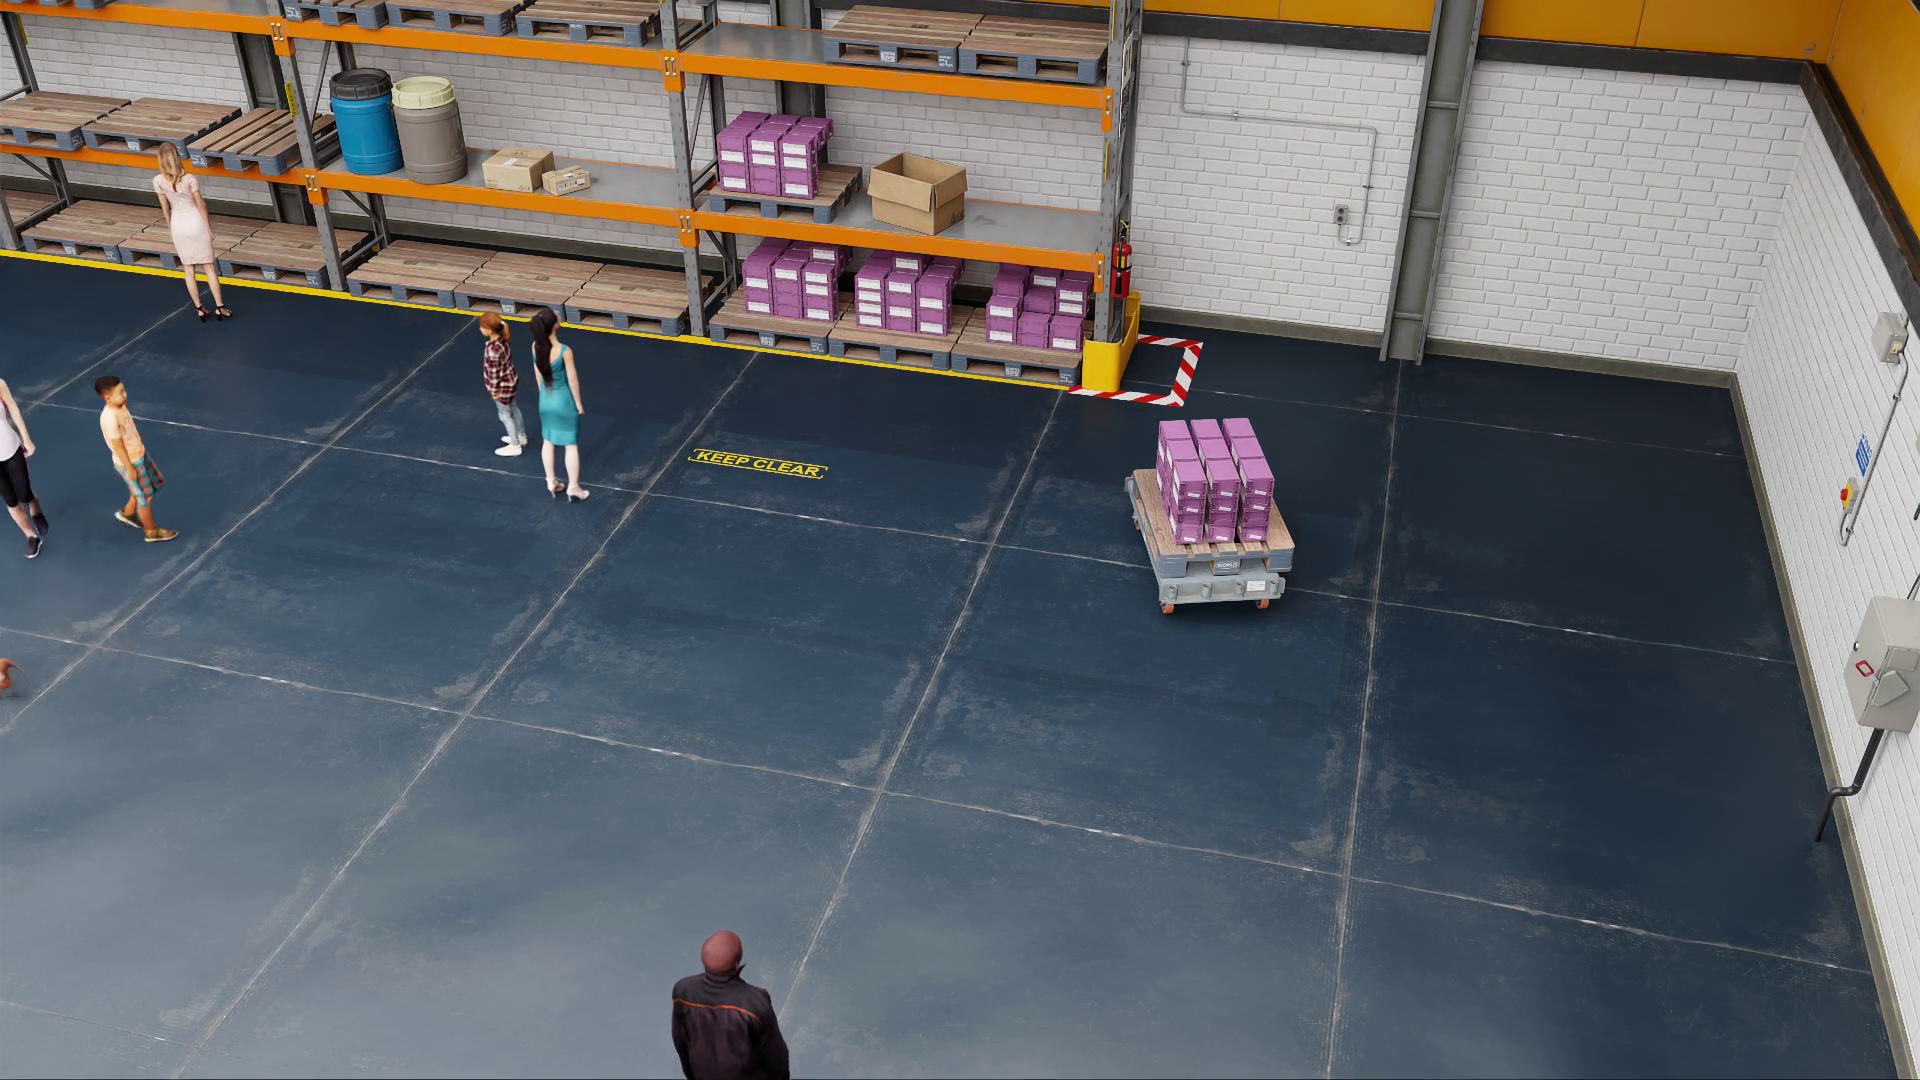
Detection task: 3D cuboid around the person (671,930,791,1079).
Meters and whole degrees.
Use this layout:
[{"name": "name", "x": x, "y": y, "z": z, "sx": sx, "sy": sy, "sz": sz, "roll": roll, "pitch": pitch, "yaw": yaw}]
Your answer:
[{"name": "person", "x": -1.078, "y": 2.524, "z": 7.872, "sx": 0.533, "sy": 1.825, "sz": 0.765, "roll": 7, "pitch": 34, "yaw": 10}]

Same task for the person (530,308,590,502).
[{"name": "person", "x": -3.252, "y": -1.088, "z": 13.436, "sx": 0.485, "sy": 1.682, "sz": 0.642, "roll": 13, "pitch": 36, "yaw": 19}]

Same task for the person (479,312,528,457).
[{"name": "person", "x": -3.881, "y": -1.346, "z": 14.166, "sx": 0.547, "sy": 1.304, "sz": 0.561, "roll": 2, "pitch": 34, "yaw": 2}]

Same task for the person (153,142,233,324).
[{"name": "person", "x": -7.475, "y": -2.980, "z": 16.148, "sx": 0.553, "sy": 1.830, "sz": 0.691, "roll": -4, "pitch": 34, "yaw": -6}]

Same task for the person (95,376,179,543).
[{"name": "person", "x": -6.524, "y": -0.621, "z": 12.939, "sx": 0.774, "sy": 1.454, "sz": 0.703, "roll": -9, "pitch": 35, "yaw": -14}]

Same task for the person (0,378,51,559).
[{"name": "person", "x": -7.369, "y": -0.717, "z": 12.794, "sx": 0.781, "sy": 1.774, "sz": 0.847, "roll": -10, "pitch": 35, "yaw": -15}]
